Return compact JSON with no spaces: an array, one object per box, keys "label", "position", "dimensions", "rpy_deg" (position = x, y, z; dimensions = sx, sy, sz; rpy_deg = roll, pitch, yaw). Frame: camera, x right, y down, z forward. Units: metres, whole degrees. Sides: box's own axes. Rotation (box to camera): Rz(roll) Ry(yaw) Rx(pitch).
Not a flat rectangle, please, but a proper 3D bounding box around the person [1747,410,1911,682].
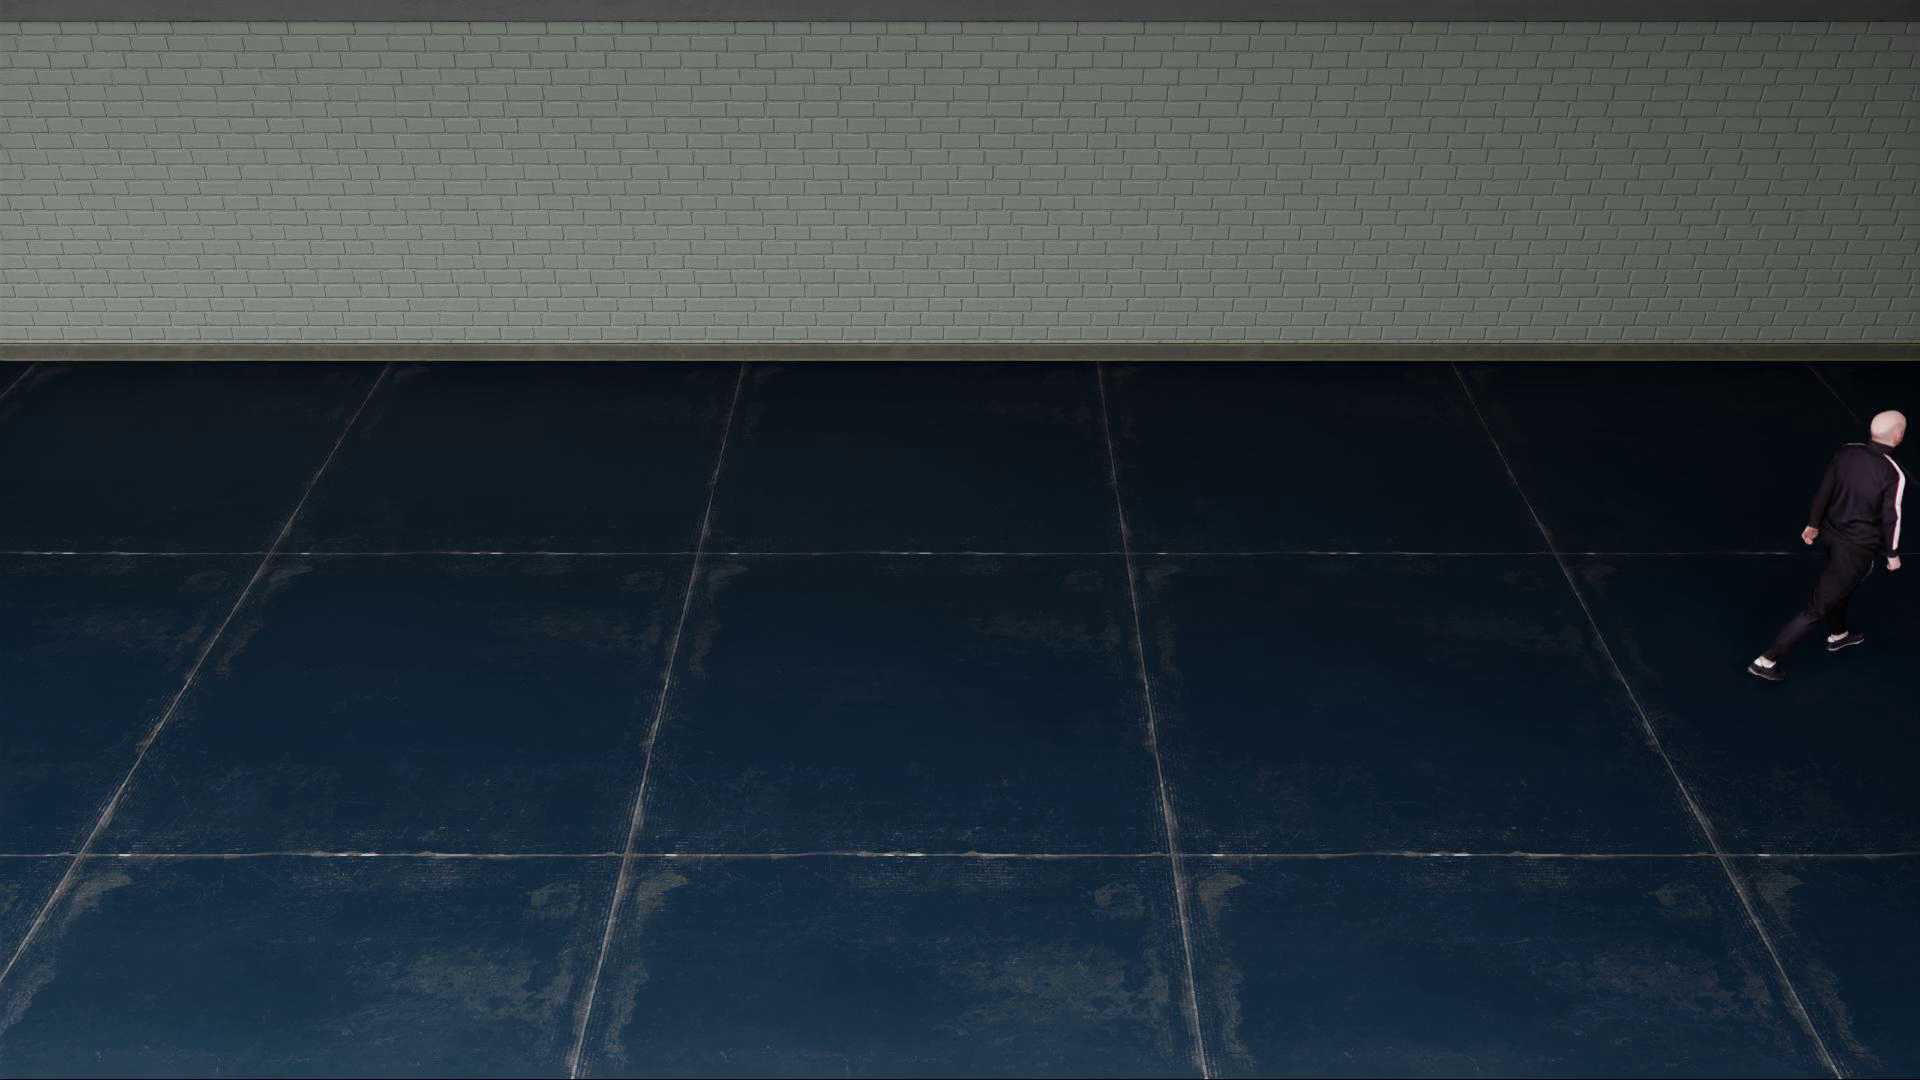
[{"label":"person","position":[5.252,0.090,9.997],"dimensions":[0.933,1.789,1.240],"rpy_deg":[-8,34,-12]}]
